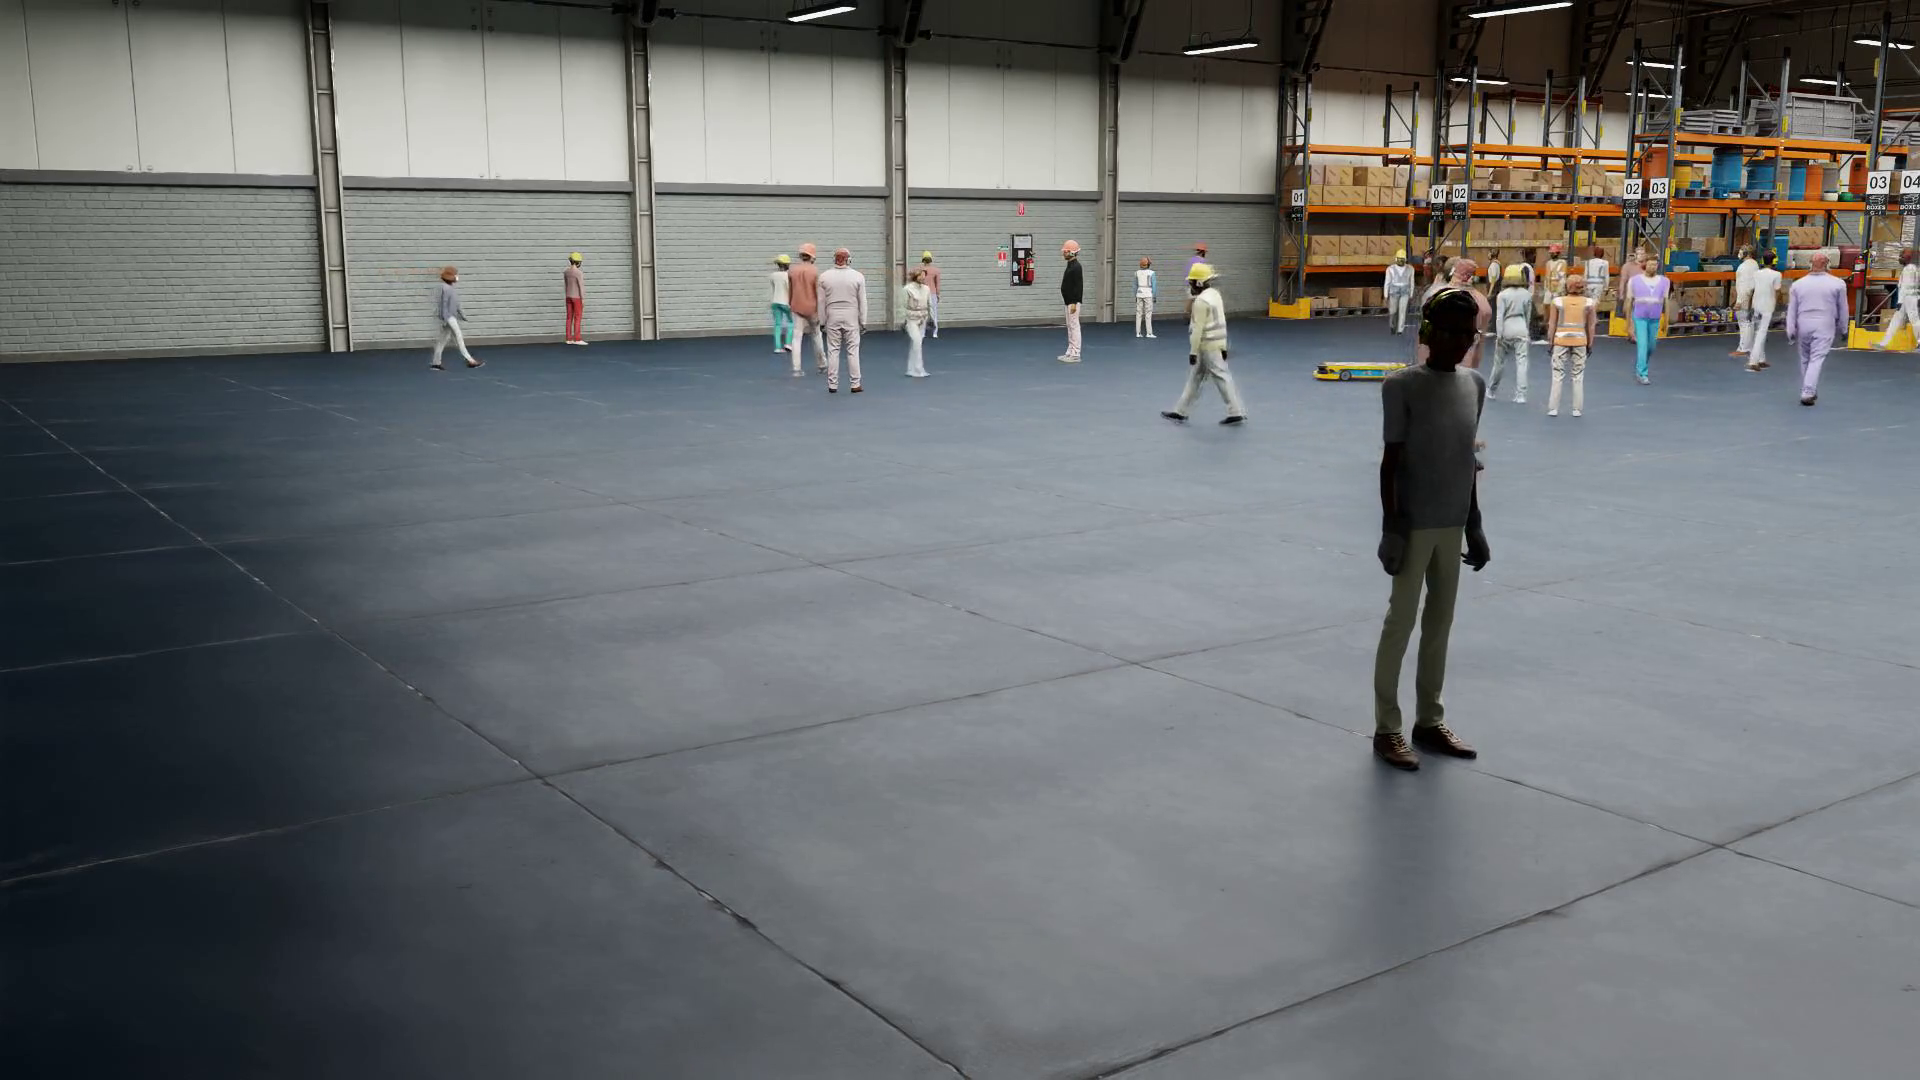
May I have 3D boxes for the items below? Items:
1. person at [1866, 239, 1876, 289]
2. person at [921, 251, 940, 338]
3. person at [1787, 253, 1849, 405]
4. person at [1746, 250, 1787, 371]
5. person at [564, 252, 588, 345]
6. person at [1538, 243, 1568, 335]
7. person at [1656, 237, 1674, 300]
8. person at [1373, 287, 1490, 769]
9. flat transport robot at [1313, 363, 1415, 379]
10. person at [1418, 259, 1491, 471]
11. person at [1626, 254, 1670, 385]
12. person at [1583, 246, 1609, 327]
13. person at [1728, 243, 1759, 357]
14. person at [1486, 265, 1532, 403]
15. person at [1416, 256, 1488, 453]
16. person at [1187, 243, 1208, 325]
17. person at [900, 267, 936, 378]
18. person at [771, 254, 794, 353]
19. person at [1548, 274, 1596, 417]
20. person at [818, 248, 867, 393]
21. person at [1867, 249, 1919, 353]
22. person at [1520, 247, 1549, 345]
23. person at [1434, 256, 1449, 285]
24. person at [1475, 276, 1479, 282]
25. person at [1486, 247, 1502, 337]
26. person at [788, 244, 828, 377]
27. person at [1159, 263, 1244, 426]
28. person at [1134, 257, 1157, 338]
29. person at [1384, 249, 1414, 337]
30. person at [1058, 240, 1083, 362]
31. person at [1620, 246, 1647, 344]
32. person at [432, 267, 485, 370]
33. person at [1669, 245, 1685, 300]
[{"bbox_3d":[23.251,-6.751,42.792,0.605,2.033,0.392,5,11,26],"label":"person"},{"bbox_3d":[-0.659,-4.973,33.767,0.525,1.772,0.305,-2,10,-10],"label":"person"},{"bbox_3d":[10.561,-2.592,20.502,1.009,1.859,0.643,-10,14,-43],"label":"person"},{"bbox_3d":[12.437,-3.519,25.570,0.834,1.844,0.500,-5,11,-24],"label":"person"},{"bbox_3d":[-7.327,-4.595,31.727,0.523,1.761,0.333,7,13,35],"label":"person"},{"bbox_3d":[12.463,-5.262,34.940,0.428,1.937,0.549,-7,13,-35],"label":"person"},{"bbox_3d":[15.485,-5.624,36.586,0.615,2.040,0.391,-4,11,-22],"label":"person"},{"bbox_3d":[1.859,-0.047,6.505,0.518,1.865,0.328,-5,12,-27],"label":"person"},{"bbox_3d":[5.864,-2.447,24.028,1.431,0.197,0.652,1,10,7],"label":"flat transport robot"},{"bbox_3d":[4.249,-1.514,14.566,0.751,1.863,0.395,-4,11,-21],"label":"person"},{"bbox_3d":[9.662,-3.113,23.428,0.570,1.824,0.766,1,10,3],"label":"person"},{"bbox_3d":[14.446,-5.759,37.877,0.872,1.856,0.586,-8,13,-37],"label":"person"},{"bbox_3d":[13.497,-4.116,28.602,0.377,1.940,0.629,9,14,41],"label":"person"},{"bbox_3d":[6.905,-2.584,20.856,0.501,1.695,0.889,-1,10,-7],"label":"person"},{"bbox_3d":[4.453,-1.630,15.157,0.972,1.875,0.652,-1,10,-7],"label":"person"},{"bbox_3d":[5.560,-5.955,38.788,0.606,1.909,0.545,-7,12,-32],"label":"person"},{"bbox_3d":[-0.561,-3.153,24.208,0.736,1.608,0.535,10,14,44],"label":"person"},{"bbox_3d":[-3.110,-4.170,29.414,0.532,1.754,0.470,7,13,34],"label":"person"},{"bbox_3d":[7.001,-2.220,19.064,0.508,1.627,0.322,2,11,12],"label":"person"},{"bbox_3d":[-1.548,-2.902,22.034,0.654,1.906,0.406,1,10,4],"label":"person"},{"bbox_3d":[16.708,-4.235,29.511,0.985,1.825,0.715,6,12,28],"label":"person"},{"bbox_3d":[10.834,-4.682,31.904,0.978,1.877,0.603,4,11,19],"label":"person"},{"bbox_3d":[9.134,-4.523,31.495,0.315,1.696,0.541,-3,11,-14],"label":"person"},{"bbox_3d":[13.191,-6.698,42.767,0.376,1.934,0.547,-4,11,-19],"label":"person"},{"bbox_3d":[10.985,-5.116,34.339,0.335,1.845,0.514,5,12,26],"label":"person"},{"bbox_3d":[-2.257,-3.416,24.728,0.630,1.937,1.012,4,11,19],"label":"person"},{"bbox_3d":[2.687,-2.124,18.146,0.983,1.770,0.604,4,11,21],"label":"person"},{"bbox_3d":[3.778,-4.936,33.916,0.514,1.641,0.307,8,13,37],"label":"person"},{"bbox_3d":[9.076,-5.106,34.381,0.599,1.812,0.708,2,11,12],"label":"person"},{"bbox_3d":[1.839,-3.938,27.469,0.378,1.995,0.609,-1,10,-8],"label":"person"},{"bbox_3d":[13.106,-4.739,32.200,0.651,1.879,0.892,1,10,4],"label":"person"},{"bbox_3d":[-7.797,-3.409,25.675,0.859,1.591,0.516,-1,10,-8],"label":"person"},{"bbox_3d":[16.178,-5.763,37.815,0.995,1.883,0.596,-6,12,-28],"label":"person"}]
